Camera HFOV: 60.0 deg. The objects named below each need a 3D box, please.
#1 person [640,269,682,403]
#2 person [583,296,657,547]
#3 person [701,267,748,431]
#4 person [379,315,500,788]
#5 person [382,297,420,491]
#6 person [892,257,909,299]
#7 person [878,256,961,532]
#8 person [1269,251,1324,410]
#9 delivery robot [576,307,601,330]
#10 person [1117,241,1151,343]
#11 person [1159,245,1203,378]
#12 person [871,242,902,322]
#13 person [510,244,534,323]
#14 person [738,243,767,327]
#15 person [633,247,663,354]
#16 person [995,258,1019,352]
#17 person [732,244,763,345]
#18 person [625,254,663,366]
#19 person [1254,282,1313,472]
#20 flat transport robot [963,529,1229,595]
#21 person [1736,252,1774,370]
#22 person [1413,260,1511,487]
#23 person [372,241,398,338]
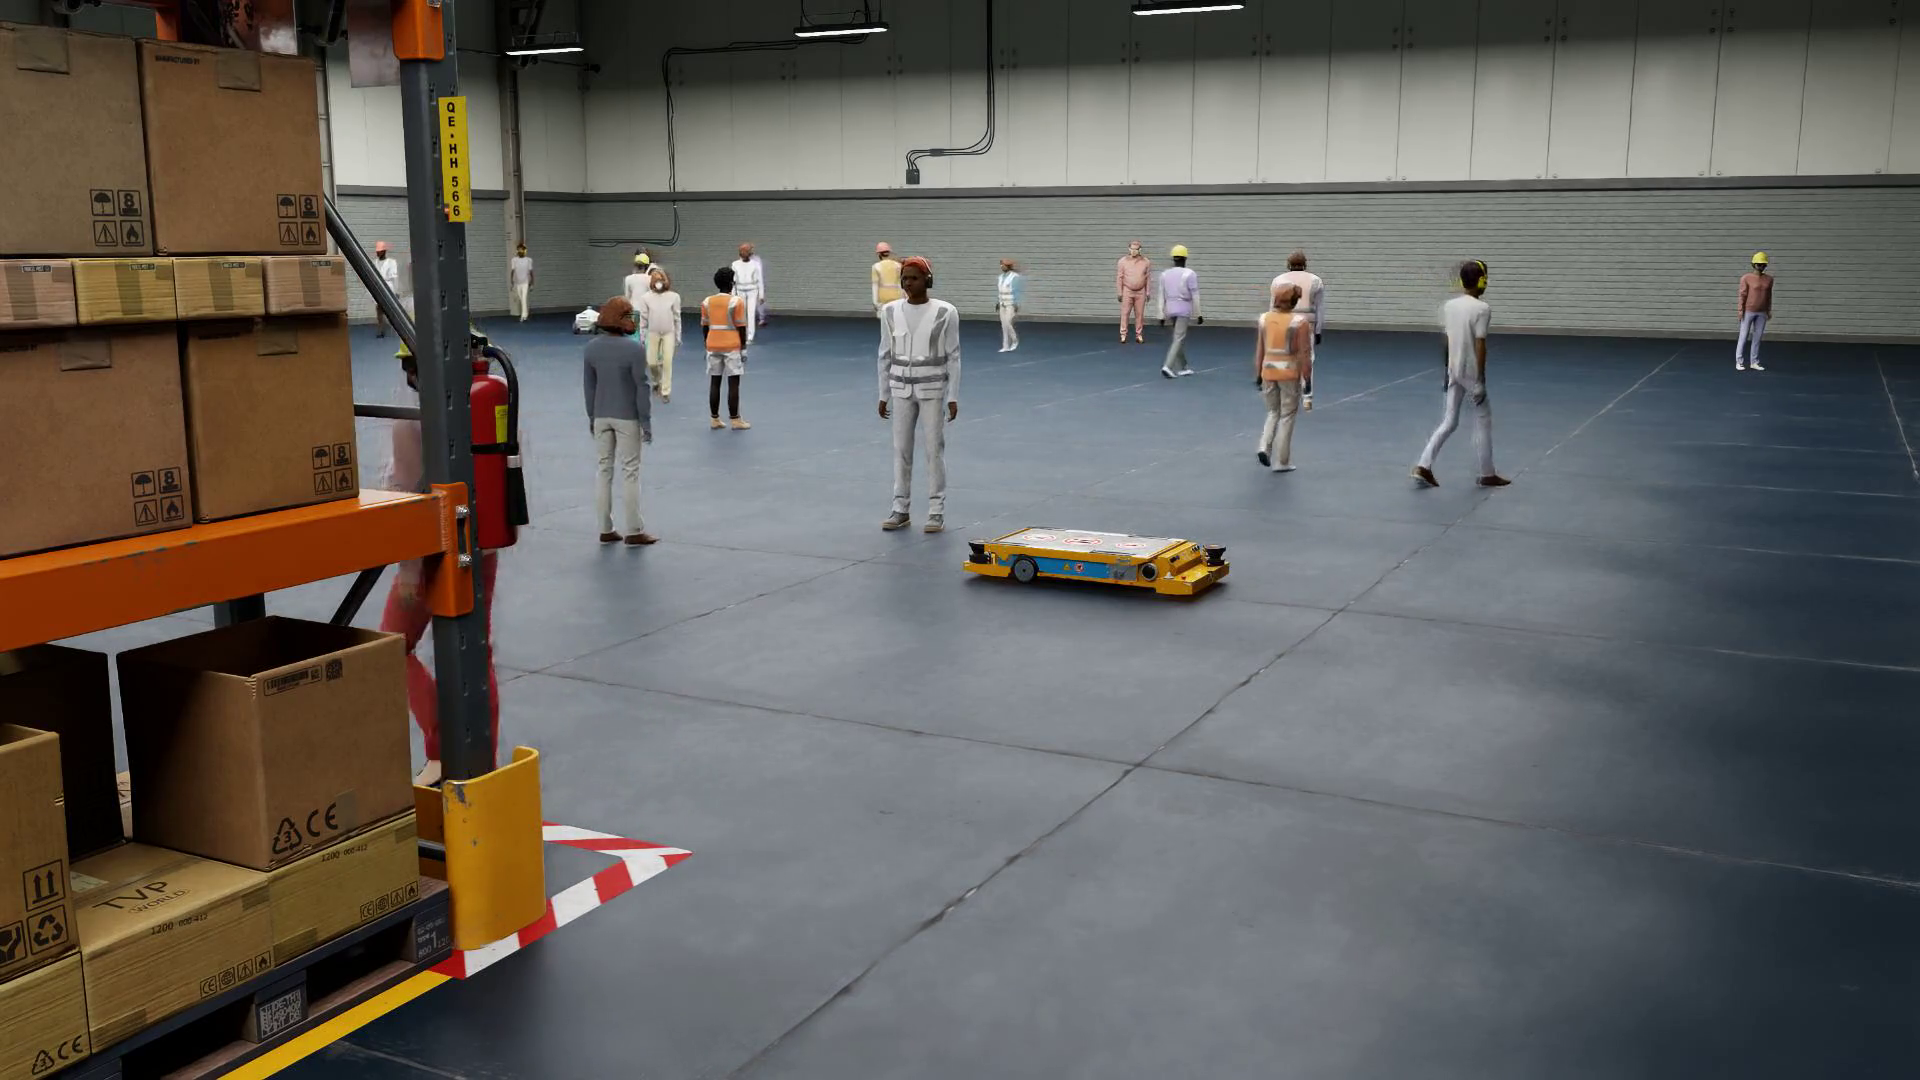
[{"bbox_3d":[-3.634,-2.480,20.223,0.500,1.620,0.392,-2,11,-9],"label":"person"},{"bbox_3d":[-2.228,-0.767,10.877,0.518,1.625,0.298,5,12,26],"label":"person"},{"bbox_3d":[-2.454,-1.982,17.315,0.570,1.693,0.327,5,11,24],"label":"person"},{"bbox_3d":[-1.868,0.067,5.960,0.428,1.751,0.562,4,11,23],"label":"person"},{"bbox_3d":[-3.993,-1.216,12.692,0.980,1.860,0.659,-6,12,-30],"label":"person"},{"bbox_3d":[-1.231,-4.625,31.943,0.502,1.613,0.620,-1,10,-4],"label":"person"},{"bbox_3d":[-0.285,-0.991,11.375,0.581,1.882,0.339,3,11,18],"label":"person"},{"bbox_3d":[3.902,-2.433,19.360,0.634,1.839,0.429,0,10,2],"label":"person"},{"bbox_3d":[-7.595,-4.538,34.088,0.477,0.478,0.707,2,11,10],"label":"delivery robot"},{"bbox_3d":[3.273,-4.643,31.240,0.643,1.905,0.399,-1,10,-5],"label":"person"},{"bbox_3d":[3.113,-3.257,23.716,0.925,1.892,0.598,-10,14,-43],"label":"person"},{"bbox_3d":[-1.232,-4.133,28.427,0.569,1.914,0.549,-4,11,-19],"label":"person"},{"bbox_3d":[-10.177,-5.967,38.672,0.517,1.835,0.926,0,10,1],"label":"person"},{"bbox_3d":[-4.590,-5.547,36.288,0.654,1.864,1.005,6,12,31],"label":"person"},{"bbox_3d":[-5.058,-3.765,26.656,0.447,1.827,0.639,-7,13,-35],"label":"person"},{"bbox_3d":[0.803,-4.048,28.730,0.371,1.625,0.548,-7,13,-35],"label":"person"},{"bbox_3d":[-3.938,-4.561,30.890,0.610,1.866,0.547,1,10,7],"label":"person"},{"bbox_3d":[-4.809,-3.475,25.340,0.528,1.737,0.817,1,10,7],"label":"person"},{"bbox_3d":[2.776,-1.385,14.224,0.375,1.624,0.536,-10,14,-44],"label":"person"},{"bbox_3d":[0.801,0.105,9.798,1.431,0.197,0.652,5,12,27],"label":"flat transport robot"},{"bbox_3d":[11.943,-3.424,24.963,0.534,1.767,0.320,-1,10,-7],"label":"person"},{"bbox_3d":[4.047,-1.320,13.311,0.868,1.838,0.548,-5,12,-26],"label":"person"},{"bbox_3d":[-11.367,-4.967,32.995,0.551,1.919,0.719,2,11,13],"label":"person"}]
